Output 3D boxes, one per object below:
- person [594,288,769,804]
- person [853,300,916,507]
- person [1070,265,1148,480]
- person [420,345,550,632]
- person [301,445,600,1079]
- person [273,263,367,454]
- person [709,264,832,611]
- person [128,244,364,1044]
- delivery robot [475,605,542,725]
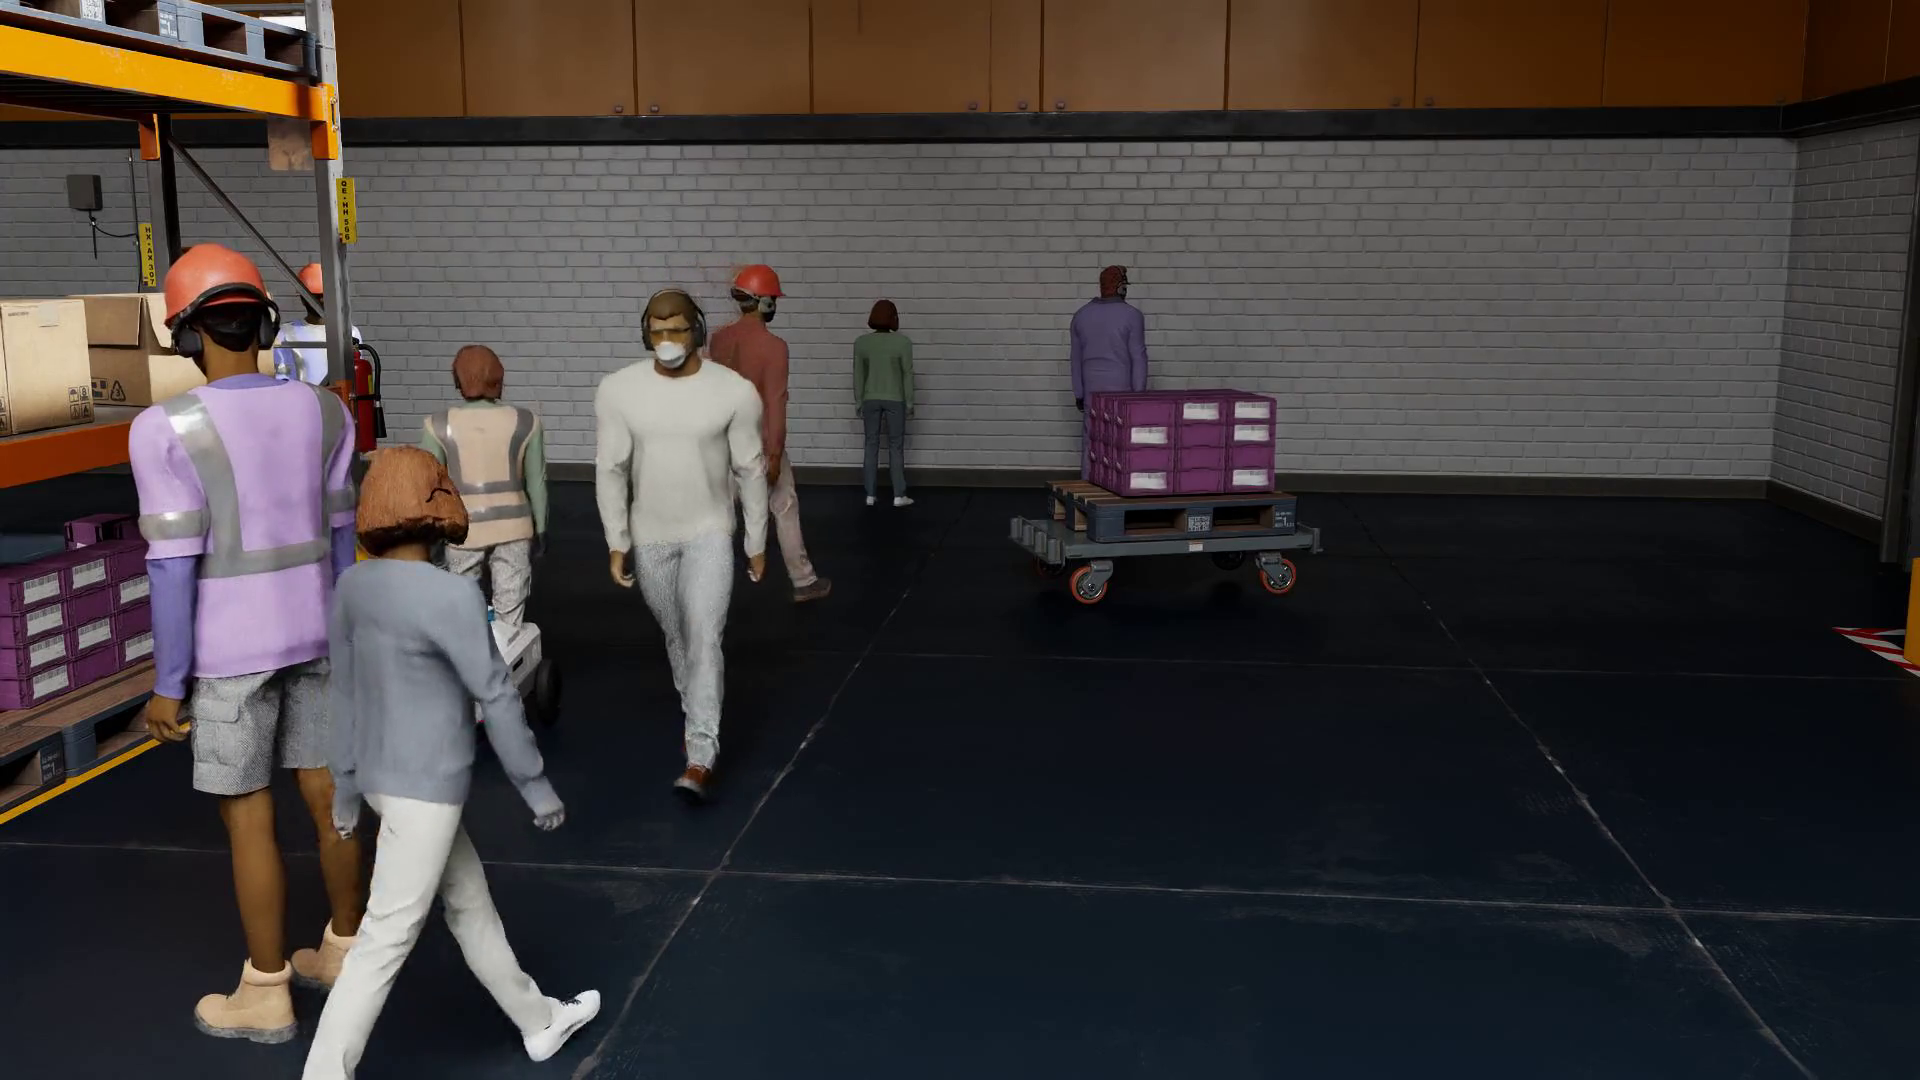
[{"bbox_3d":[-1.050,0.003,6.265,0.620,1.874,1.069,0,10,3],"label":"person"},{"bbox_3d":[-0.598,-1.073,13.145,0.515,1.630,0.269,3,10,18],"label":"person"},{"bbox_3d":[1.153,-1.122,12.619,0.644,1.907,0.399,8,13,38],"label":"person"},{"bbox_3d":[-1.992,-0.005,7.023,0.526,1.625,0.378,-3,10,-17],"label":"person"},{"bbox_3d":[-1.231,0.571,3.854,0.518,1.578,0.887,9,14,43],"label":"person"},{"bbox_3d":[-3.877,-0.706,10.143,0.542,1.939,0.361,-8,13,-39],"label":"person"},{"bbox_3d":[-1.172,-0.561,9.314,0.613,1.947,1.025,7,12,34],"label":"person"},{"bbox_3d":[-1.823,0.273,4.271,0.404,2.034,0.609,6,11,30],"label":"person"},{"bbox_3d":[-1.961,0.514,6.853,0.477,0.478,0.707,0,10,-2],"label":"delivery robot"}]
